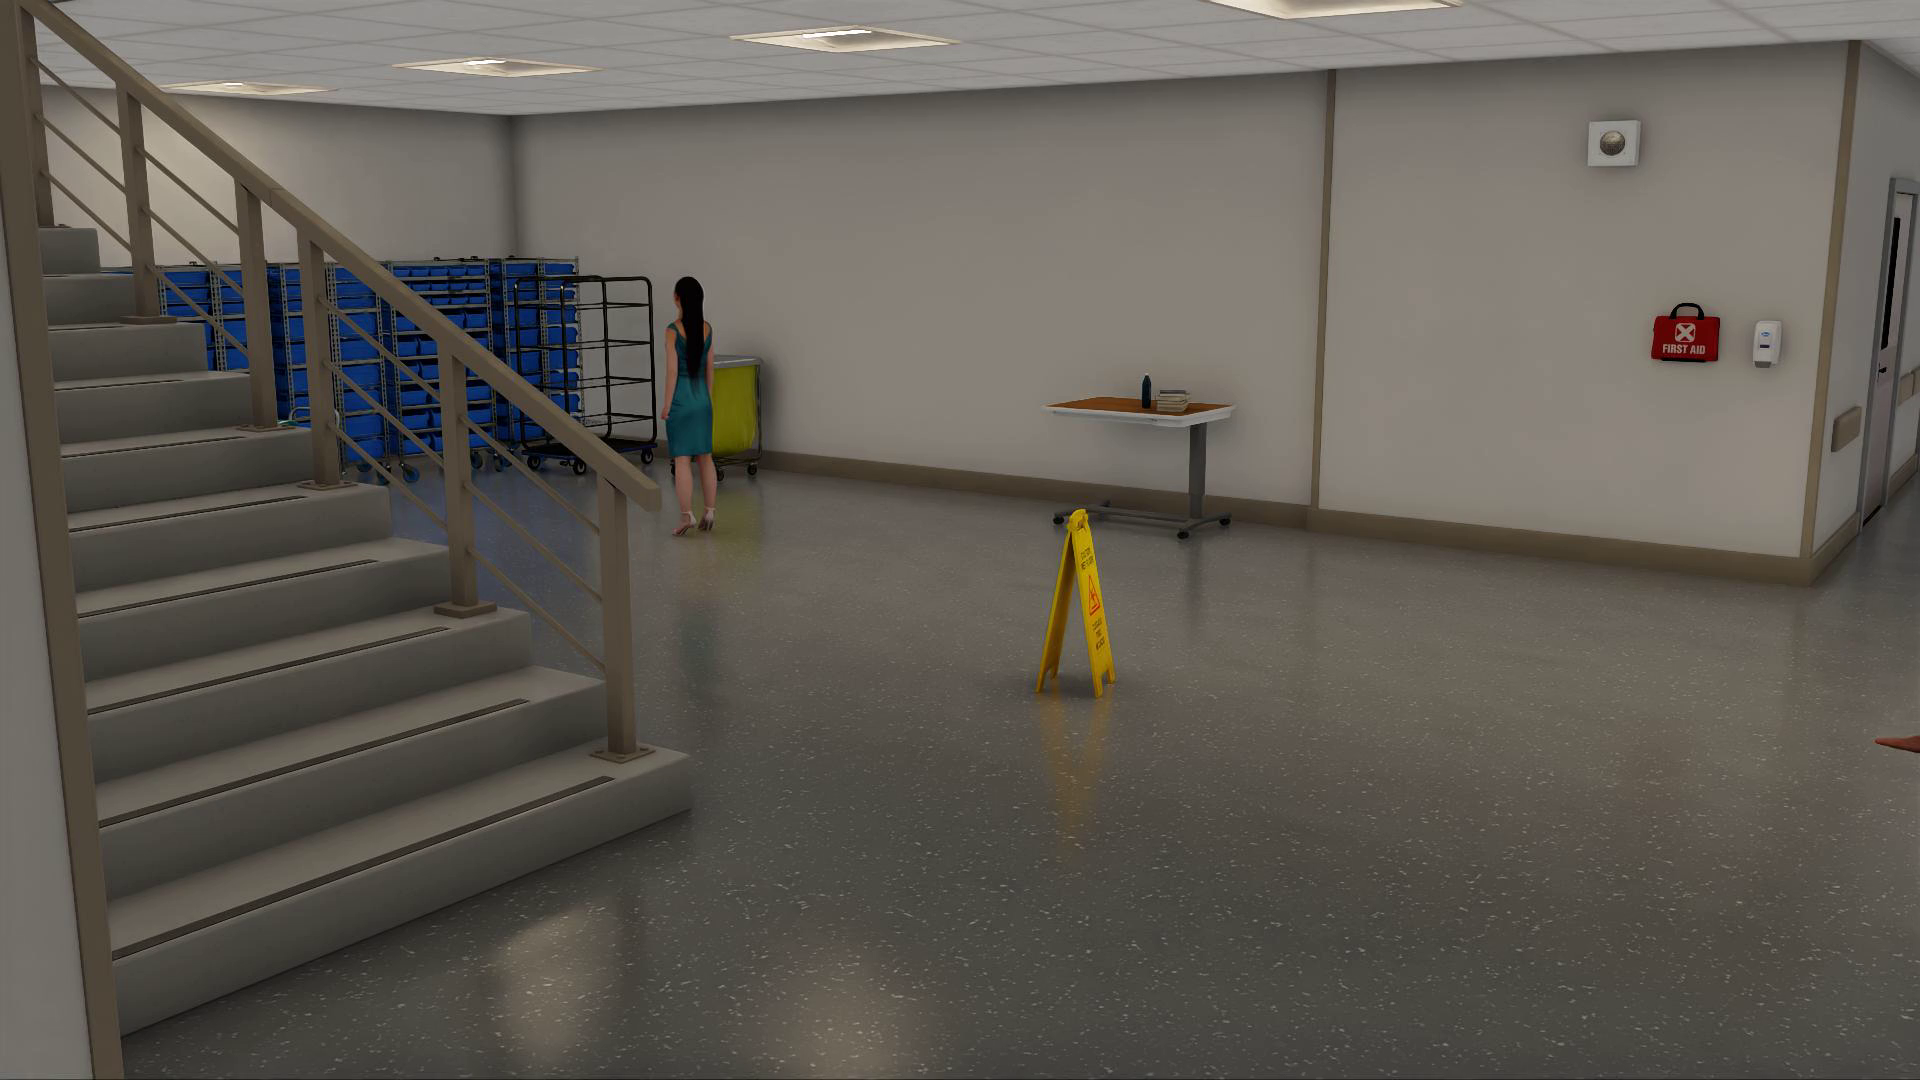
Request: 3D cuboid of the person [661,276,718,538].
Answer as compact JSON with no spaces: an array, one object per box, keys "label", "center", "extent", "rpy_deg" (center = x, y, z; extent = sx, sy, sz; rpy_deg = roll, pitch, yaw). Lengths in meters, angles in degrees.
[{"label":"person","center":[-1.769,-0.871,10.867],"extent":[0.517,1.687,0.584],"rpy_deg":[10,14,41]}]
